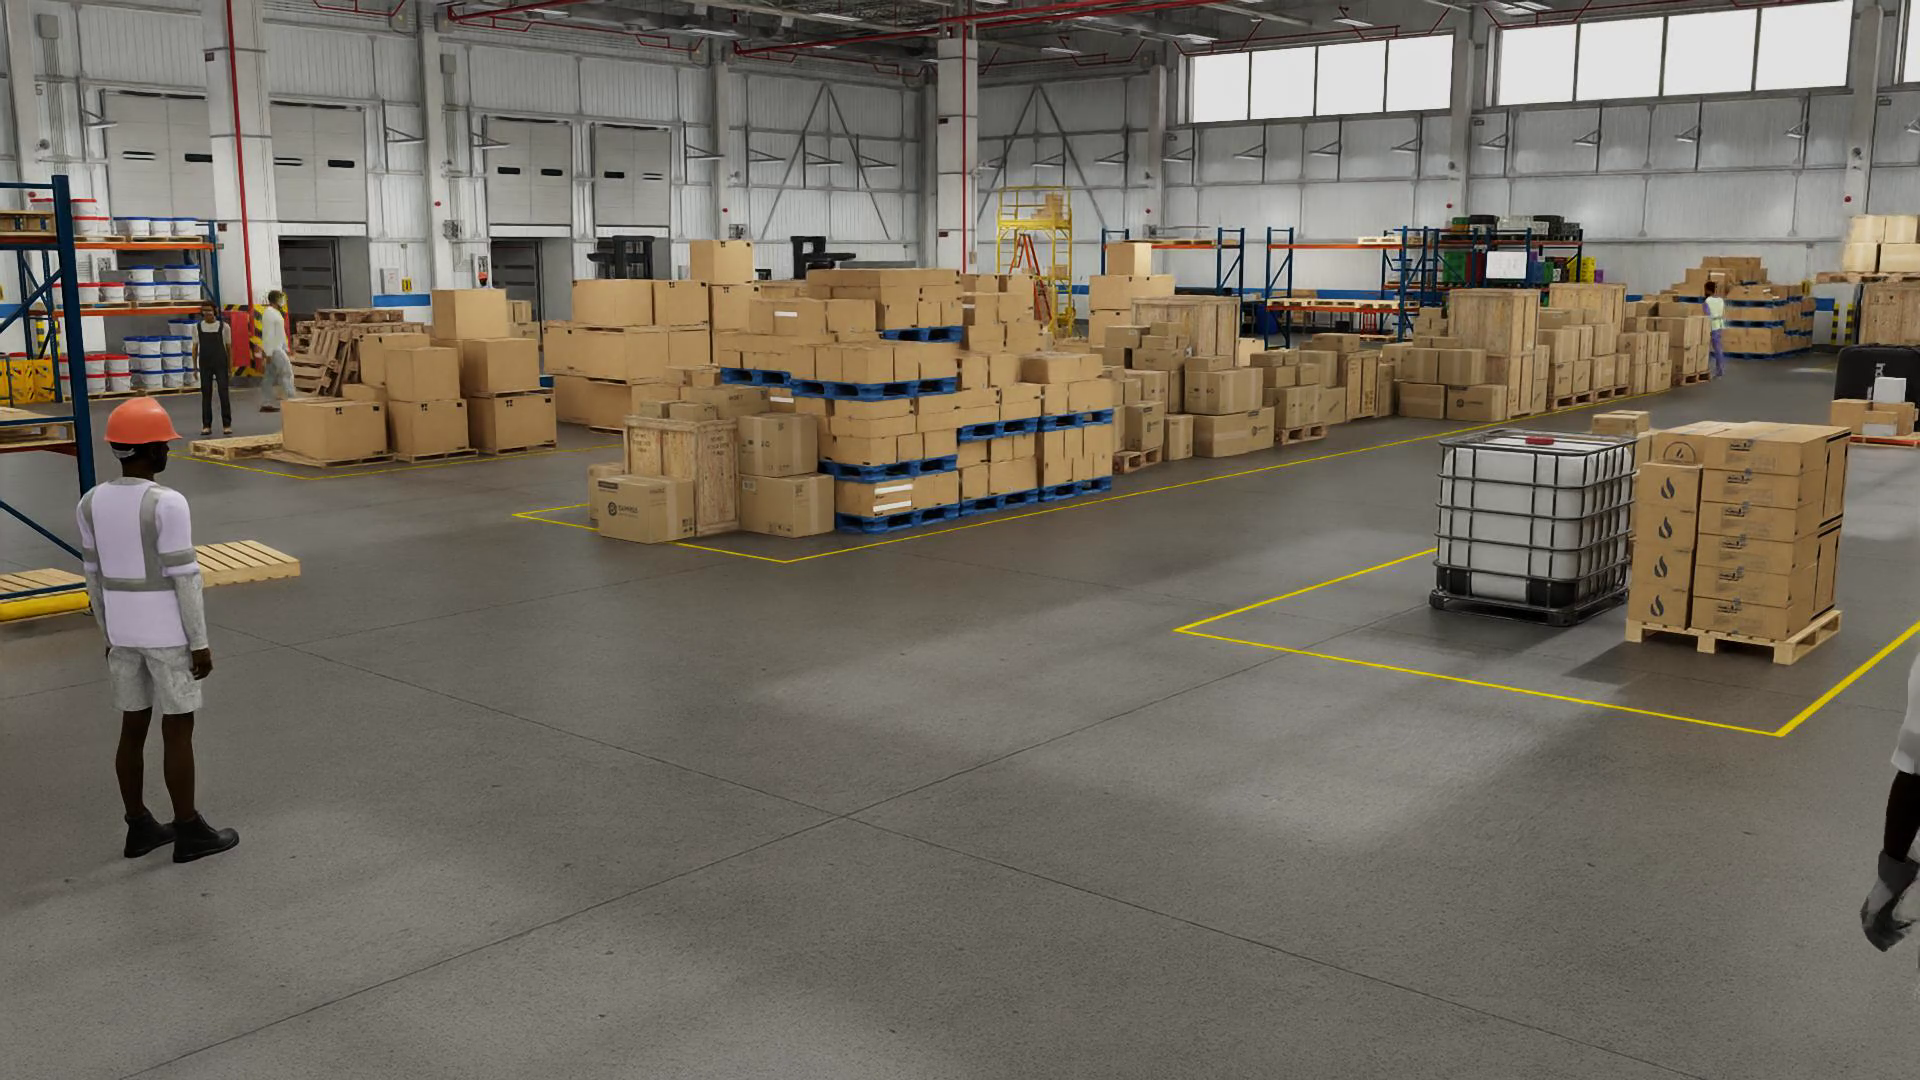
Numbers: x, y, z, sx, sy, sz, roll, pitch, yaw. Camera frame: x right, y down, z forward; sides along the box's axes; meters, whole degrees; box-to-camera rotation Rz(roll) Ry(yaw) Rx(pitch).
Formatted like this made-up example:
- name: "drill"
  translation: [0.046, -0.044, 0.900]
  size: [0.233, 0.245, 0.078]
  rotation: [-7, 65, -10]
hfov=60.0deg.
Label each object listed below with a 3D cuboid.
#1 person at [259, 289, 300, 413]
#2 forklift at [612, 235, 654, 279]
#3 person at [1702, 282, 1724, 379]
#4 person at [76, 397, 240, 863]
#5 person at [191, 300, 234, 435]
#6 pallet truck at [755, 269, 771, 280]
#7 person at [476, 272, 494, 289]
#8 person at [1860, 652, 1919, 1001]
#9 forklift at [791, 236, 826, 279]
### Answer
- name: "person"
  translation: [-10.481, -2.921, 25.783]
  size: [0.920, 1.898, 0.644]
  rotation: [-4, 11, -19]
- name: "forklift"
  translation: [-7.297, -5.450, 37.421]
  size: [1.873, 2.768, 1.129]
  rotation: [8, 13, 40]
- name: "person"
  translation: [14.601, -4.097, 32.541]
  size: [0.620, 1.873, 0.906]
  rotation: [-6, 12, -31]
- name: "person"
  translation: [-3.346, 0.378, 6.918]
  size: [0.543, 1.939, 0.360]
  rotation: [3, 10, 18]
- name: "person"
  translation: [-10.210, -2.355, 22.744]
  size: [0.517, 1.843, 0.325]
  rotation: [-3, 10, -18]
- name: "pallet truck"
  translation: [-4.996, -6.432, 45.525]
  size: [1.885, 1.965, 0.823]
  rotation: [-6, 12, -32]
- name: "person"
  translation: [-12.287, -5.960, 43.008]
  size: [0.545, 1.939, 0.373]
  rotation: [4, 11, 21]
- name: "person"
  translation: [2.677, 0.868, 4.157]
  size: [0.880, 1.938, 0.611]
  rotation: [-6, 12, -30]
- name: "forklift"
  translation: [-3.600, -5.846, 39.678]
  size: [1.873, 2.768, 1.129]
  rotation: [7, 12, 35]
